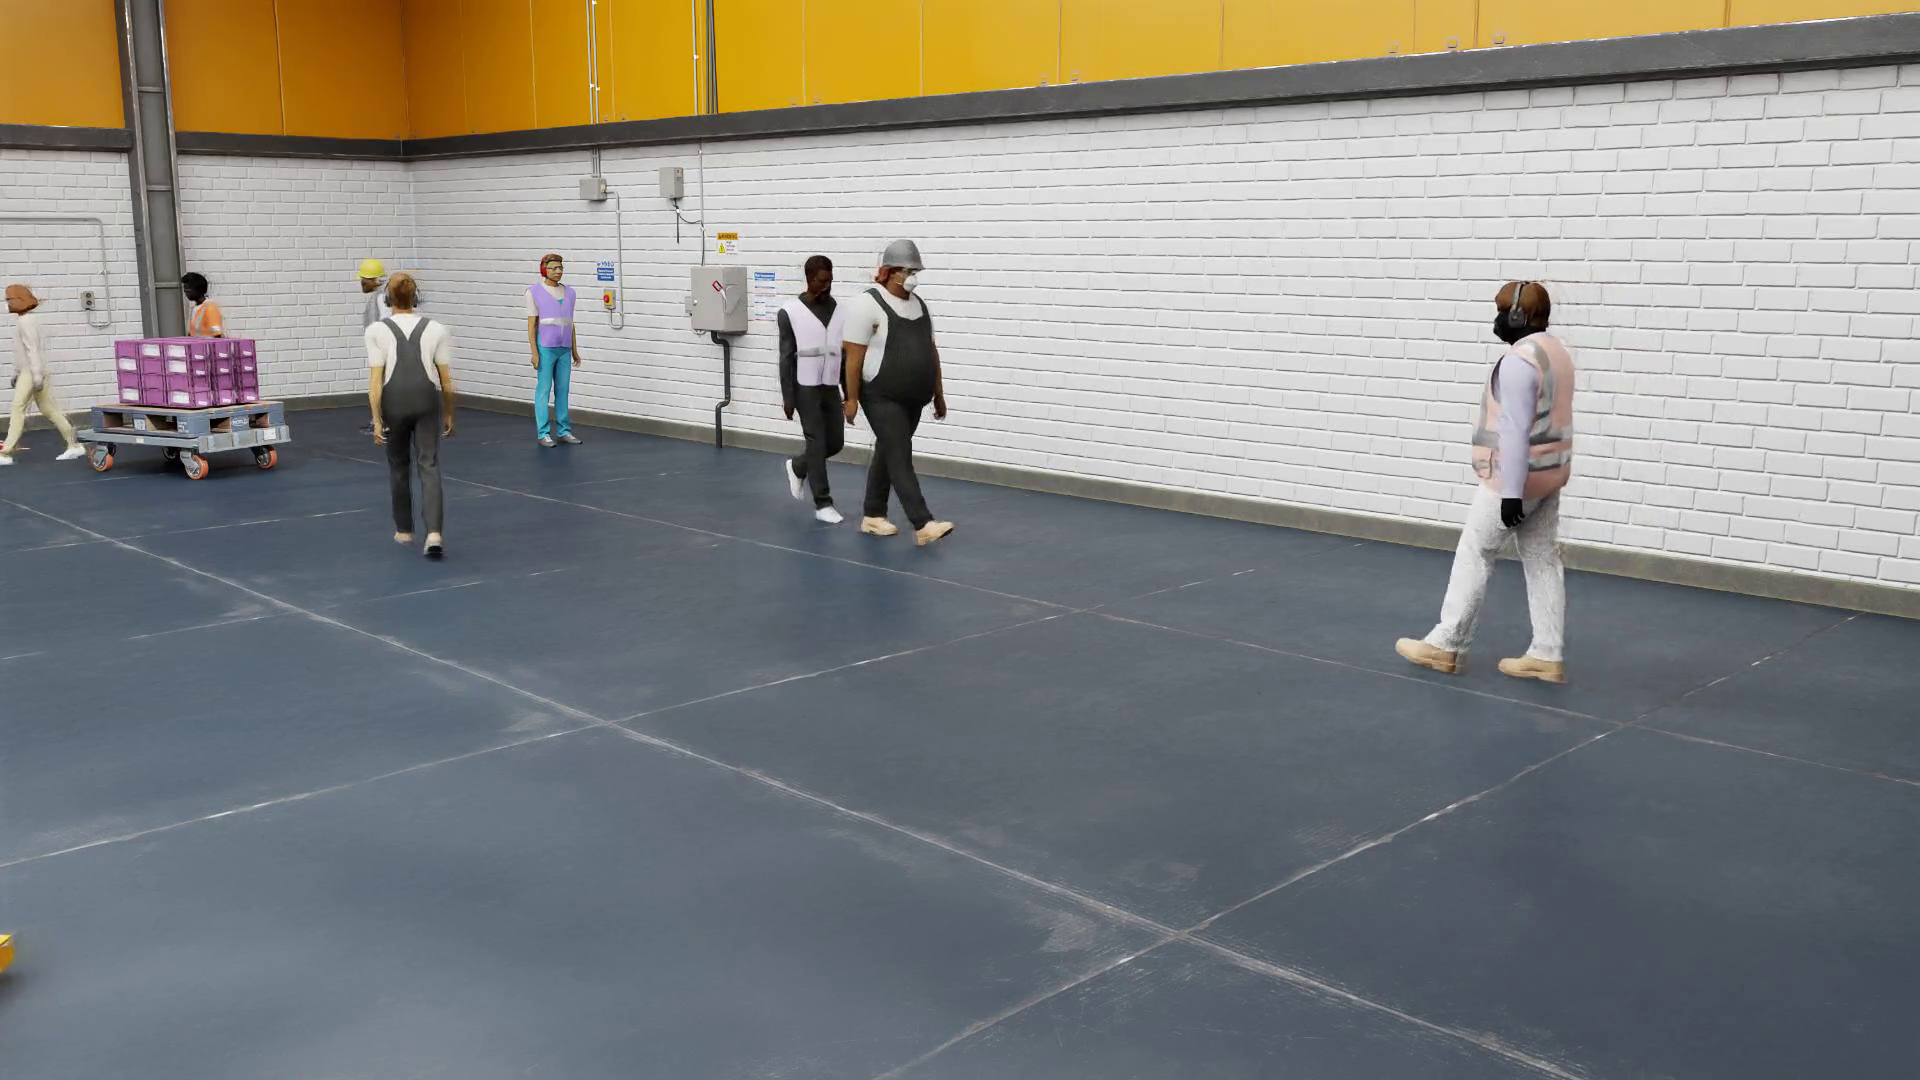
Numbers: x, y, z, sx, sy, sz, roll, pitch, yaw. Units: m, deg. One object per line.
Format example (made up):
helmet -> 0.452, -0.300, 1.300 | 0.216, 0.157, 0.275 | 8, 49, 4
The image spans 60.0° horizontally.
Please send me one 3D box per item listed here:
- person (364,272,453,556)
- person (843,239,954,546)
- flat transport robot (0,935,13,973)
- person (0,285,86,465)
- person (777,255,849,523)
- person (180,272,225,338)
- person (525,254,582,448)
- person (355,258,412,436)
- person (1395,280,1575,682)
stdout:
person -> -3.487, -0.804, 10.608 | 0.524, 1.803, 0.959 | -5, 12, -26
person -> -0.338, -0.990, 10.943 | 0.996, 2.000, 0.700 | 8, 13, 39
flat transport robot -> -2.901, 1.198, 3.843 | 0.652, 0.197, 1.431 | 0, 10, -2
person -> -8.289, -1.473, 14.804 | 0.829, 1.592, 0.507 | -6, 12, -28
person -> -1.072, -1.083, 11.858 | 0.635, 1.887, 0.692 | -9, 14, -41
person -> -7.253, -1.717, 15.897 | 0.695, 1.657, 0.560 | -8, 13, -37
person -> -3.917, -1.824, 16.022 | 0.390, 1.846, 0.564 | 8, 13, 36
person -> -5.855, -1.945, 16.839 | 0.714, 1.787, 0.678 | -5, 12, -26
person -> 2.445, -0.271, 7.647 | 0.844, 1.810, 0.664 | 8, 13, 38
